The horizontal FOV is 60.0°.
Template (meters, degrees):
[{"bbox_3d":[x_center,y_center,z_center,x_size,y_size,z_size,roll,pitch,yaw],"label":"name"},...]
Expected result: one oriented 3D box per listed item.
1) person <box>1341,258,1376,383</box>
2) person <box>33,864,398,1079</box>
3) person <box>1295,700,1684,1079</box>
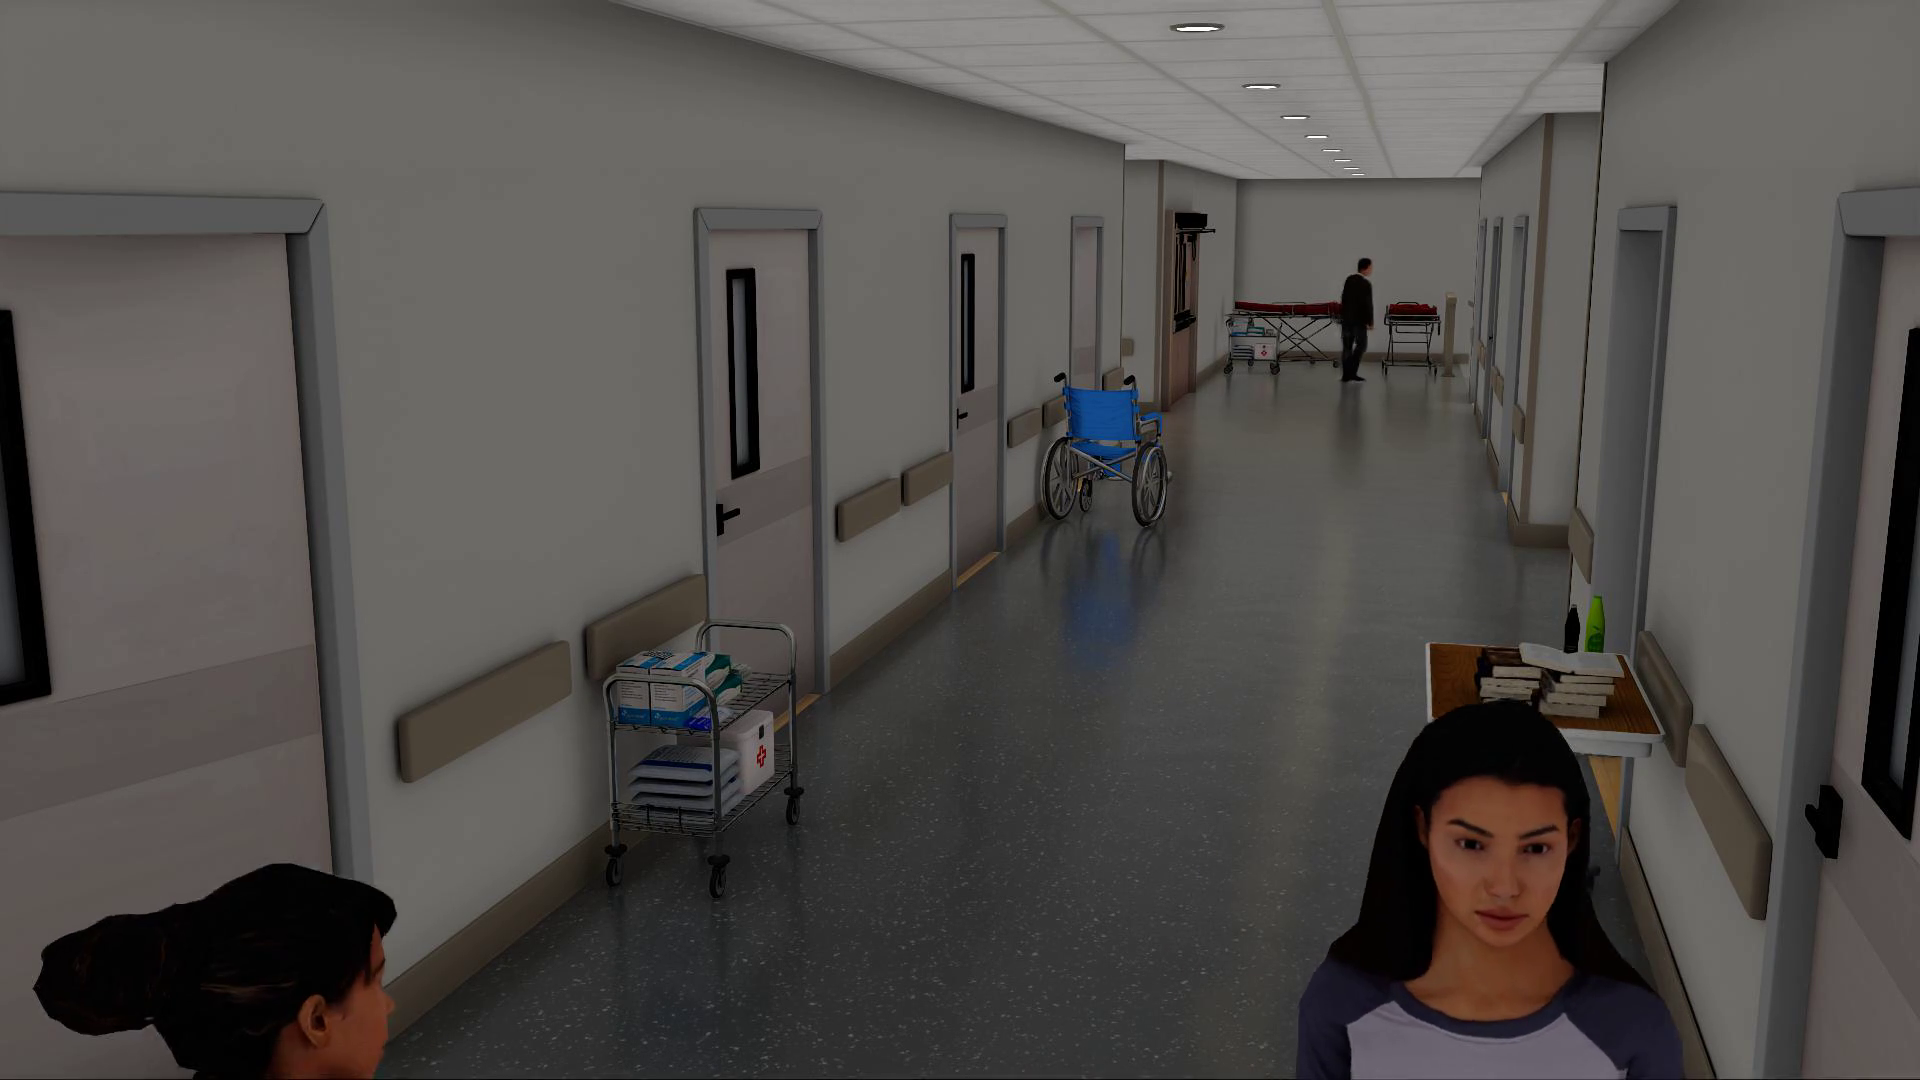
[{"bbox_3d":[5.641,-3.158,23.920,0.833,1.767,0.881,10,15,43],"label":"person"},{"bbox_3d":[-0.760,1.147,1.648,0.810,1.613,0.745,0,11,-2],"label":"person"},{"bbox_3d":[0.629,1.027,2.064,0.629,1.694,1.140,2,11,11],"label":"person"}]
